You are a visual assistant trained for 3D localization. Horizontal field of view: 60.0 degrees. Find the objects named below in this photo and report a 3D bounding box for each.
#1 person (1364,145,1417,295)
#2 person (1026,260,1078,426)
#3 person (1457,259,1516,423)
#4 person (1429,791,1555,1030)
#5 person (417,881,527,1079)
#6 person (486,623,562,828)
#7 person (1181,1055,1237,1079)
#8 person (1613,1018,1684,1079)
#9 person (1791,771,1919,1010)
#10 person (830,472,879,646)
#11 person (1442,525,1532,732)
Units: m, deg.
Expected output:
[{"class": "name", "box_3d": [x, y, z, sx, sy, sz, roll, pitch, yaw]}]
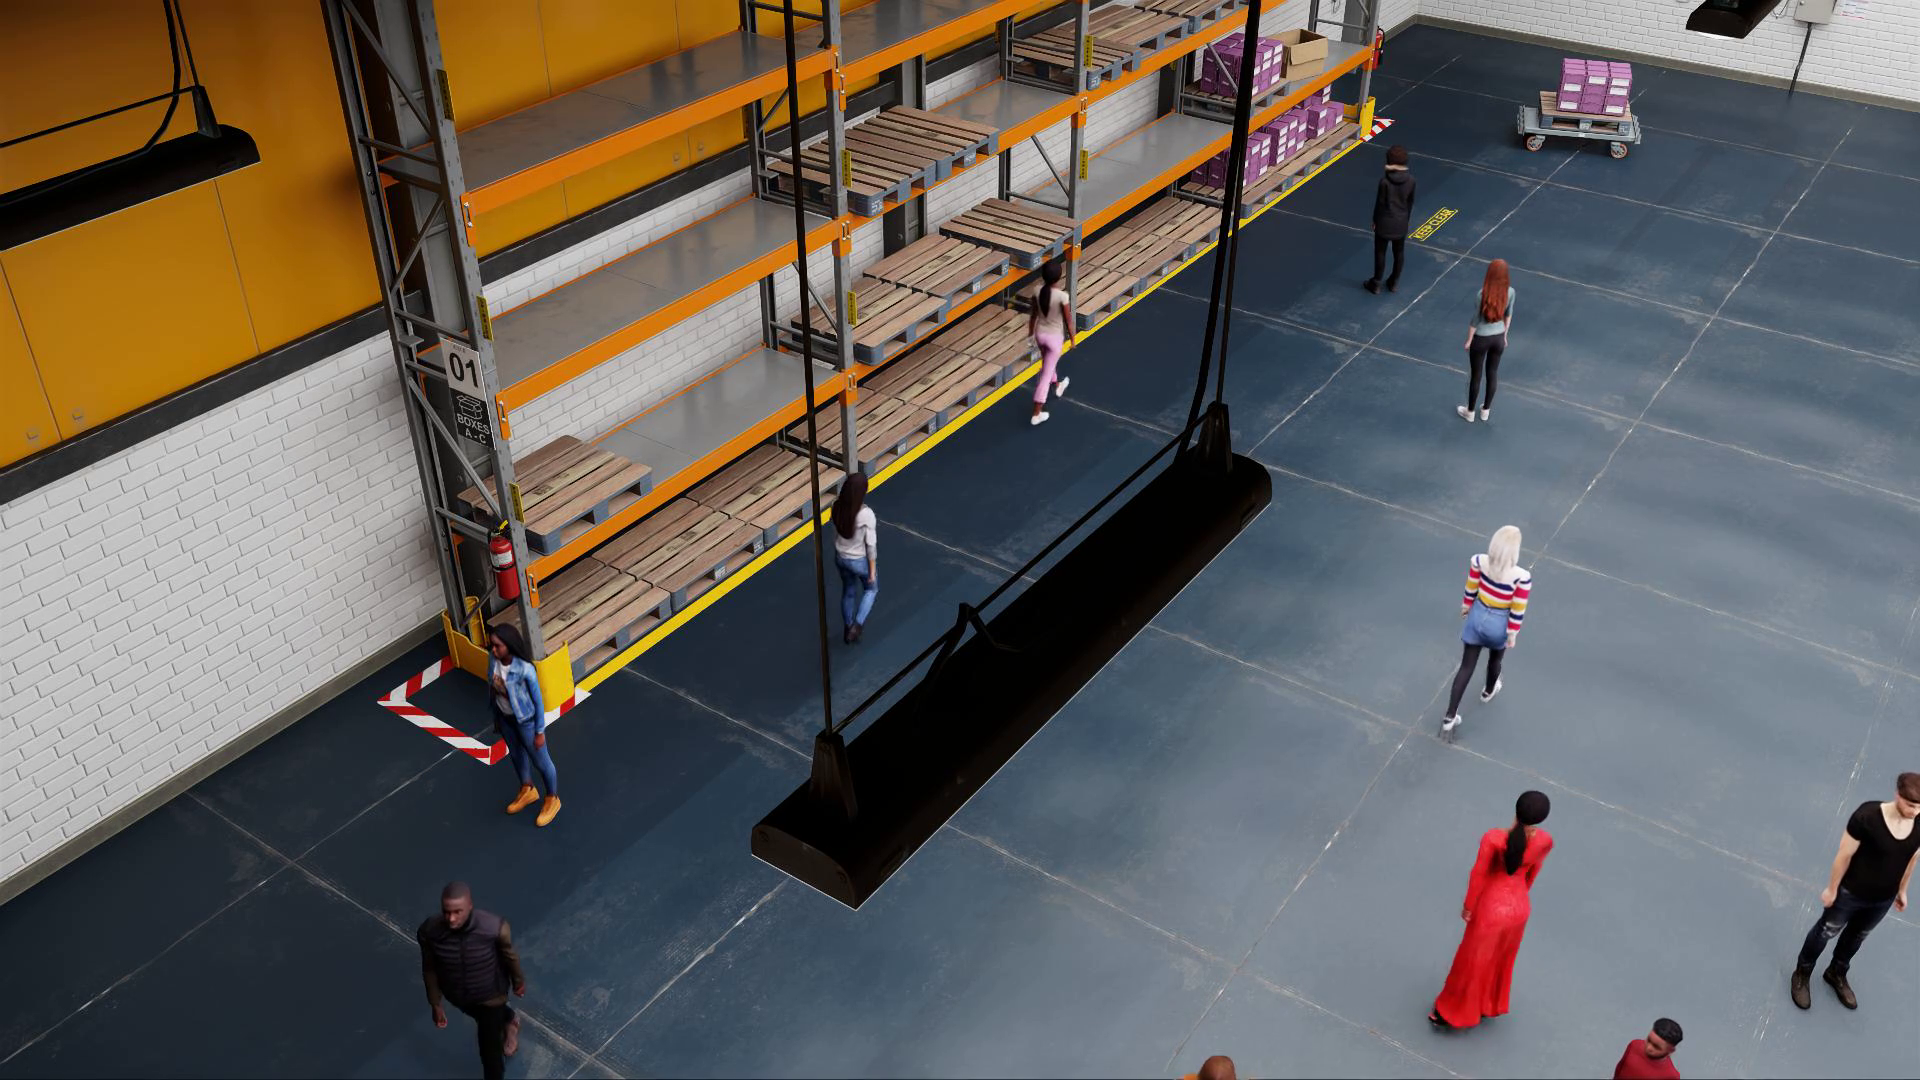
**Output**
[{"class": "person", "box_3d": [5.034, -3.714, 19.345, 0.725, 1.778, 0.780, -4, 34, -7]}, {"class": "person", "box_3d": [0.849, -1.963, 16.779, 0.613, 1.704, 1.075, 22, 39, 29]}, {"class": "person", "box_3d": [5.332, -2.013, 16.819, 0.666, 1.742, 0.714, -4, 34, -5]}, {"class": "person", "box_3d": [3.296, 2.321, 10.279, 0.884, 1.763, 0.965, -14, 36, -20]}, {"class": "person", "box_3d": [-2.821, 2.608, 9.826, 1.076, 1.787, 1.300, 1, 34, 2]}, {"class": "person", "box_3d": [-3.126, 1.299, 11.864, 0.623, 1.712, 0.543, 18, 38, 25]}, {"class": "person", "box_3d": [1.334, 3.243, 8.957, 0.749, 1.691, 0.968, 14, 36, 20]}, {"class": "person", "box_3d": [3.866, 3.171, 9.458, 0.583, 1.256, 0.568, -19, 38, -26]}, {"class": "person", "box_3d": [5.658, 2.158, 10.407, 0.766, 1.893, 0.781, 0, 34, 0]}, {"class": "person", "box_3d": [-0.905, 0.216, 13.576, 0.660, 1.619, 0.693, 16, 37, 22]}, {"class": "person", "box_3d": [3.997, 0.689, 12.728, 0.712, 1.770, 1.118, 25, 41, 33]}]
